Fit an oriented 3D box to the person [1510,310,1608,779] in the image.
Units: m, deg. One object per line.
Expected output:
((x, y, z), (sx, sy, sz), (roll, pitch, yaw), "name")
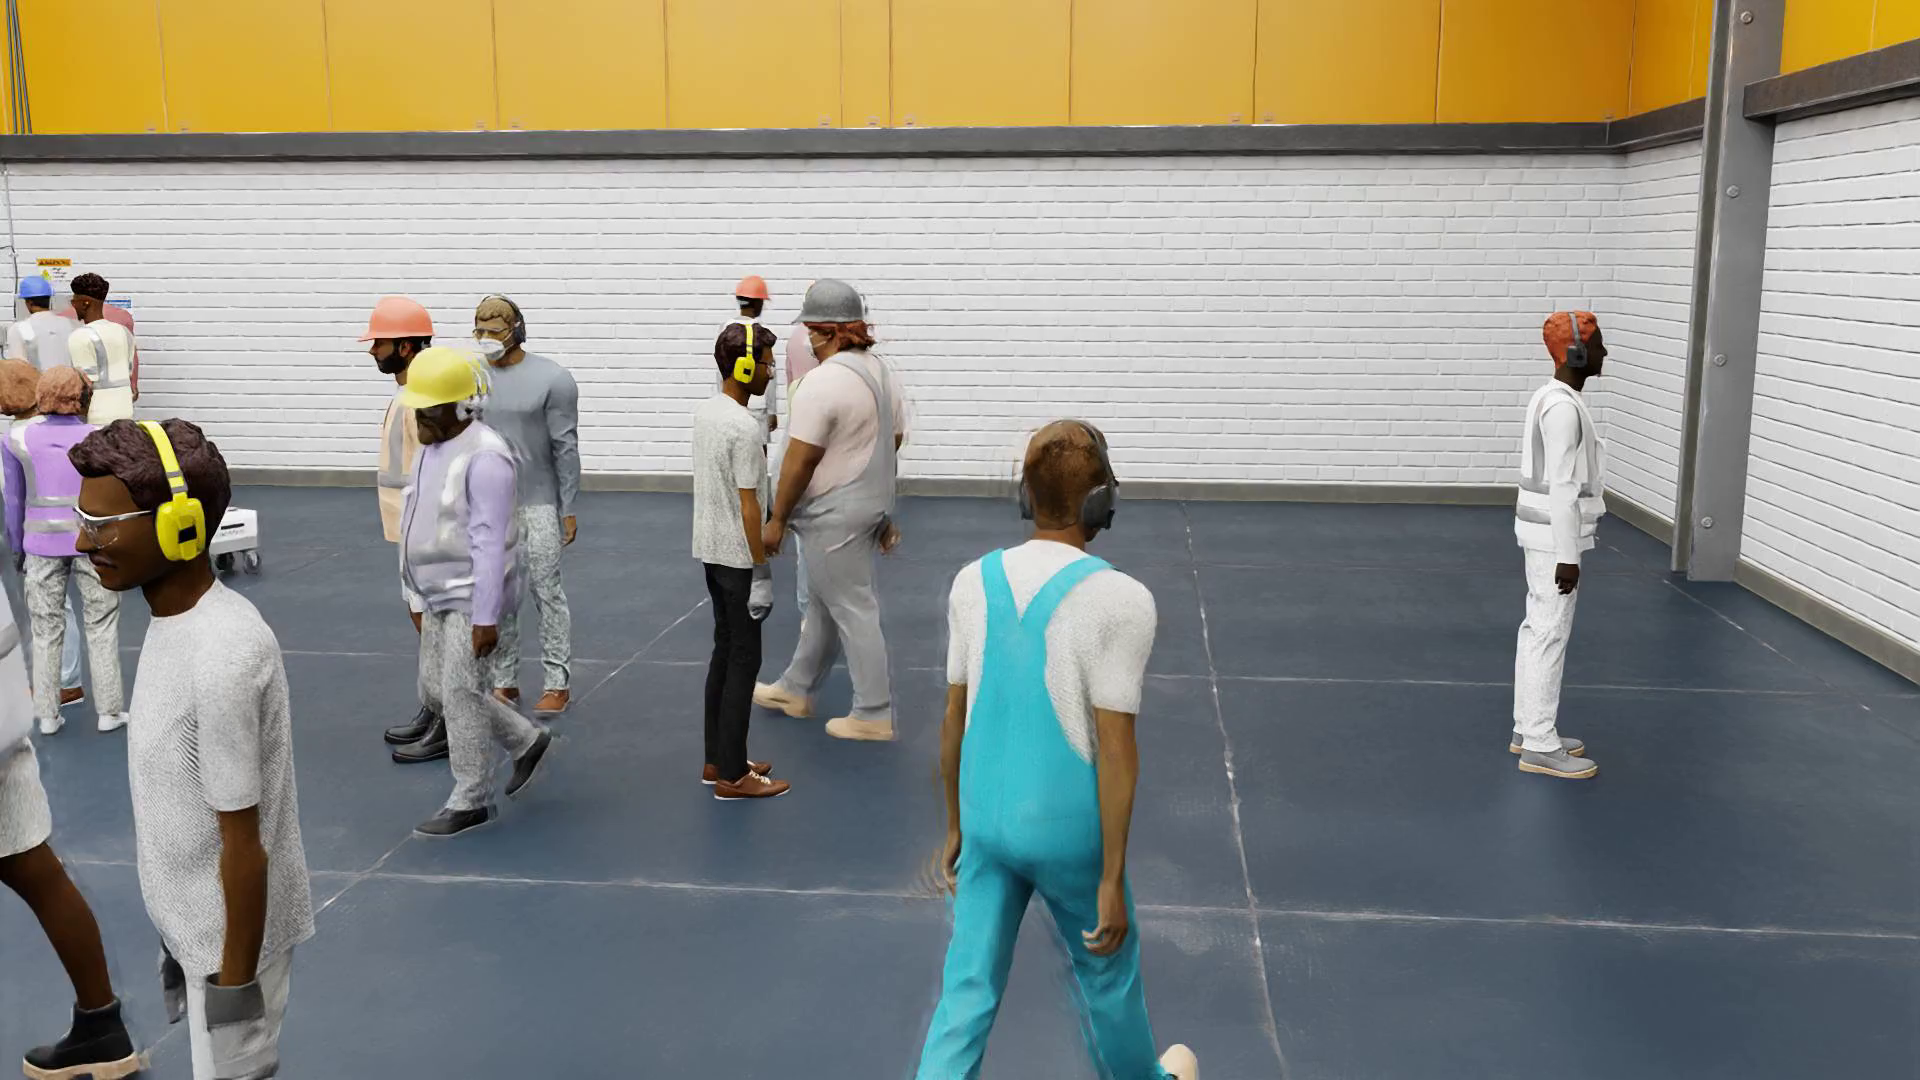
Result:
((2.449, 0.013, 6.786), (0.353, 1.884, 0.578), (2, 10, 13), "person")

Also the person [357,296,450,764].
((-2.282, -0.042, 6.946), (0.357, 1.936, 0.551), (-4, 11, -23), "person")

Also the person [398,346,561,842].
((-1.761, 0.187, 6.045), (0.522, 1.799, 0.602), (-8, 13, -39), "person")

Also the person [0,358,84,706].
((-4.307, -0.028, 7.739), (0.279, 1.633, 0.497), (-8, 13, -38), "person")

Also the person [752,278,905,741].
((-0.623, -0.152, 7.281), (0.758, 2.000, 0.698), (3, 10, 18), "person")

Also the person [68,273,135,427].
((-5.977, -0.867, 11.590), (0.367, 1.966, 0.603), (1, 10, 4), "person")

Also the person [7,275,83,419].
((-7.170, -1.110, 13.107), (0.510, 1.928, 0.608), (8, 13, 39), "person")

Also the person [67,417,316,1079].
((-1.281, 0.714, 2.855), (0.320, 1.860, 0.519), (-5, 11, -28), "person")

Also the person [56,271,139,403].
((-7.422, -1.336, 14.351), (0.627, 1.941, 0.370), (-5, 11, -28), "person")

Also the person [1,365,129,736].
((-3.883, 0.052, 7.290), (0.524, 1.631, 0.319), (-3, 10, -16), "person")

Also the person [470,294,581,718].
((-2.038, -0.147, 7.588), (0.635, 1.929, 0.381), (1, 10, 7), "person")

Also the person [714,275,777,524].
((-1.628, -1.071, 12.850), (0.554, 1.934, 0.383), (7, 12, 33), "person")

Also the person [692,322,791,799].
((-0.852, 0.089, 6.448), (0.350, 1.856, 0.526), (-6, 11, -29), "person")

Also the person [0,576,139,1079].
((-2.471, 0.482, 3.989), (0.786, 1.926, 0.635), (-3, 10, -14), "person")

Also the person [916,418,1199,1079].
((0.187, 0.631, 3.597), (0.523, 1.767, 1.034), (6, 12, 32), "person")
